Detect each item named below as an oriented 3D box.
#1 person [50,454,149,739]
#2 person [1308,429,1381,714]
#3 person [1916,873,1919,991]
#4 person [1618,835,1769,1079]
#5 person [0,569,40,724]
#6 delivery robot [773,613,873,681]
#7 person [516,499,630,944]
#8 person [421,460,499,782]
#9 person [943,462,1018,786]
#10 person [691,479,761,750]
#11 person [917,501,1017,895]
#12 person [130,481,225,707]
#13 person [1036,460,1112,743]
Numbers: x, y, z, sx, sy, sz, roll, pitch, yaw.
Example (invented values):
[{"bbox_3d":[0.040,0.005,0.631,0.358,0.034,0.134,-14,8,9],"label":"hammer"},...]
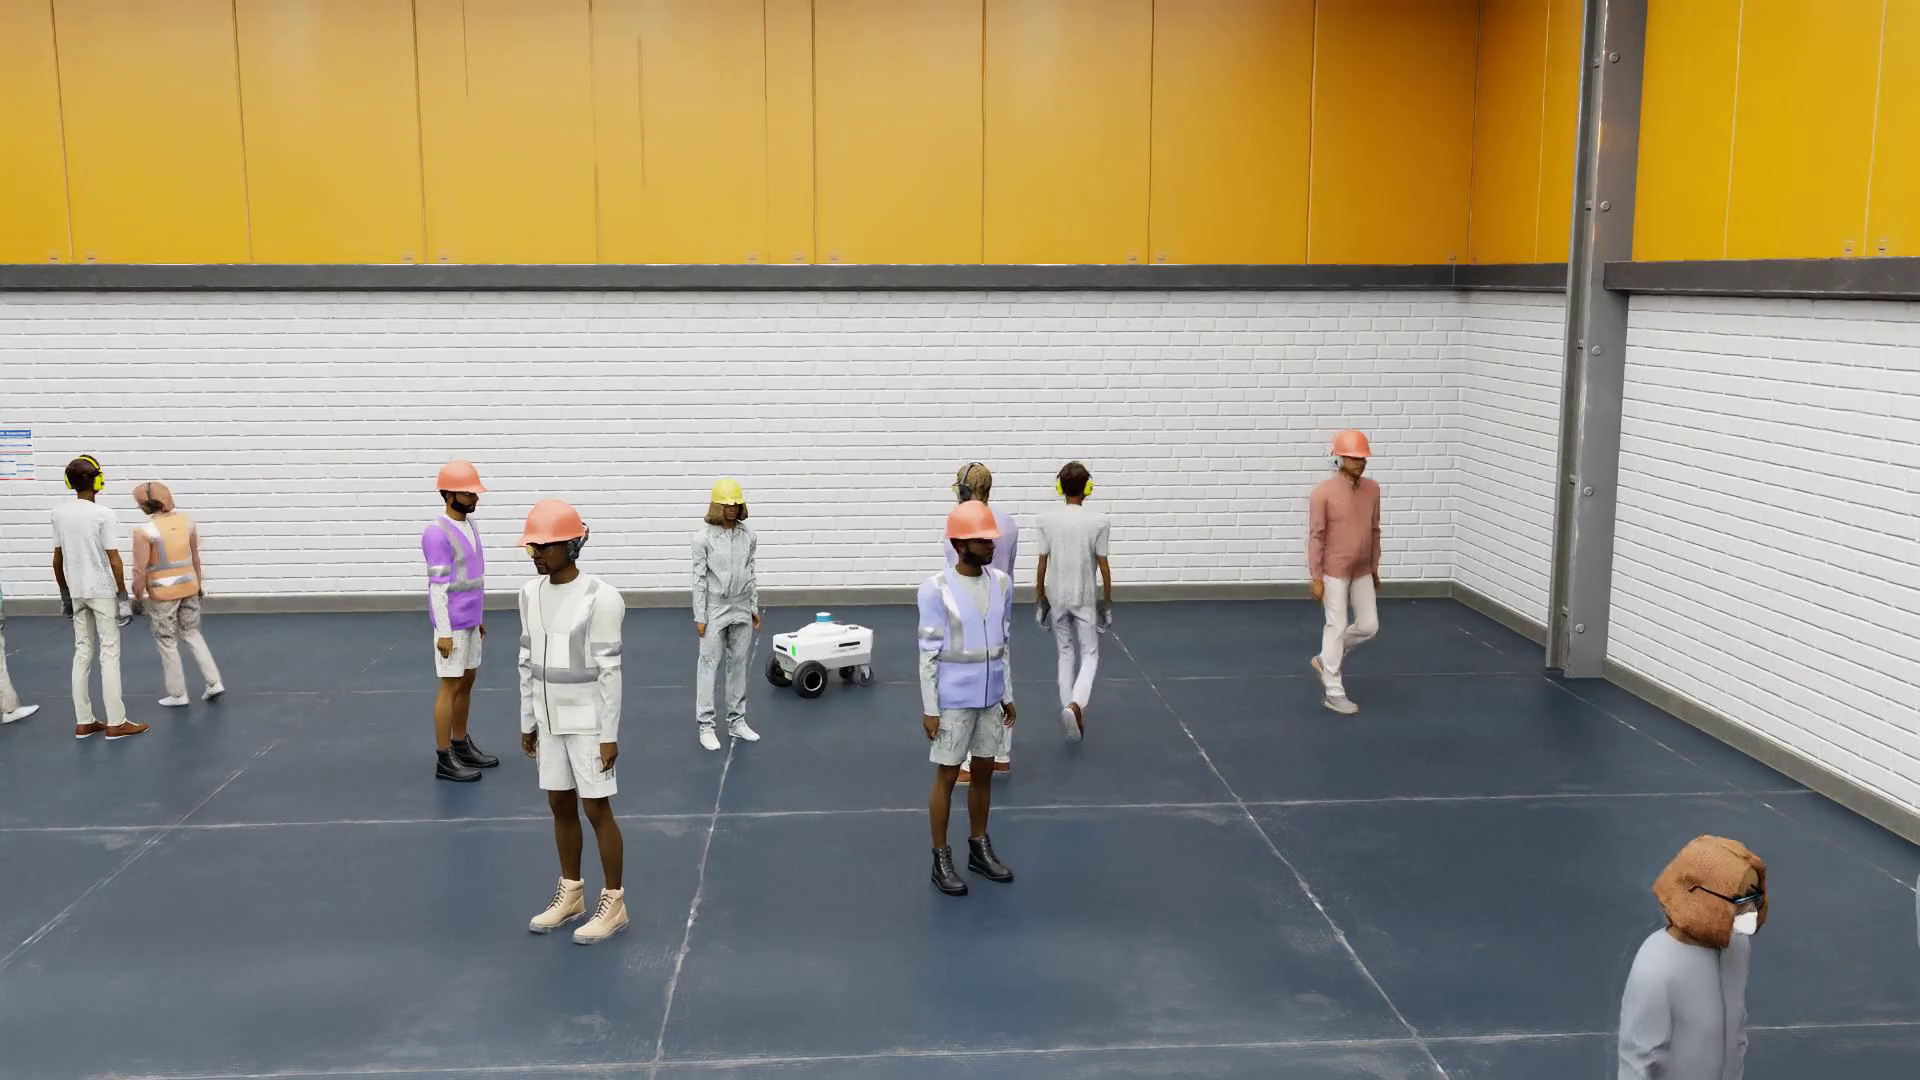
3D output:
[{"bbox_3d":[-5.658,0.375,10.892,0.531,1.872,0.322,2,9,13],"label":"person"},{"bbox_3d":[2.658,0.207,11.601,0.635,1.979,0.520,-5,10,-29],"label":"person"},{"bbox_3d":[3.184,1.280,5.000,0.627,1.941,0.371,0,9,-2],"label":"person"},{"bbox_3d":[1.863,1.540,4.337,0.531,1.617,0.372,-7,12,-38],"label":"person"},{"bbox_3d":[-6.607,0.477,11.064,0.602,1.612,0.530,-1,9,-7],"label":"person"},{"bbox_3d":[-0.998,0.778,12.191,0.707,0.478,0.477,-6,11,-34],"label":"delivery robot"},{"bbox_3d":[-1.794,0.824,7.591,0.606,2.037,0.394,6,11,33],"label":"person"},{"bbox_3d":[-2.998,0.478,10.040,0.373,1.934,0.551,1,9,6],"label":"person"},{"bbox_3d":[0.106,0.503,9.882,0.371,1.939,0.629,7,11,36],"label":"person"},{"bbox_3d":[-1.490,0.467,10.713,0.492,1.742,0.321,-8,12,-42],"label":"person"},{"bbox_3d":[0.066,0.775,8.206,0.559,1.936,0.374,-7,11,-36],"label":"person"},{"bbox_3d":[-5.494,0.392,11.595,0.386,1.617,0.560,4,10,21],"label":"person"},{"bbox_3d":[0.723,0.415,10.727,0.506,1.850,0.618,2,9,14],"label":"person"}]
